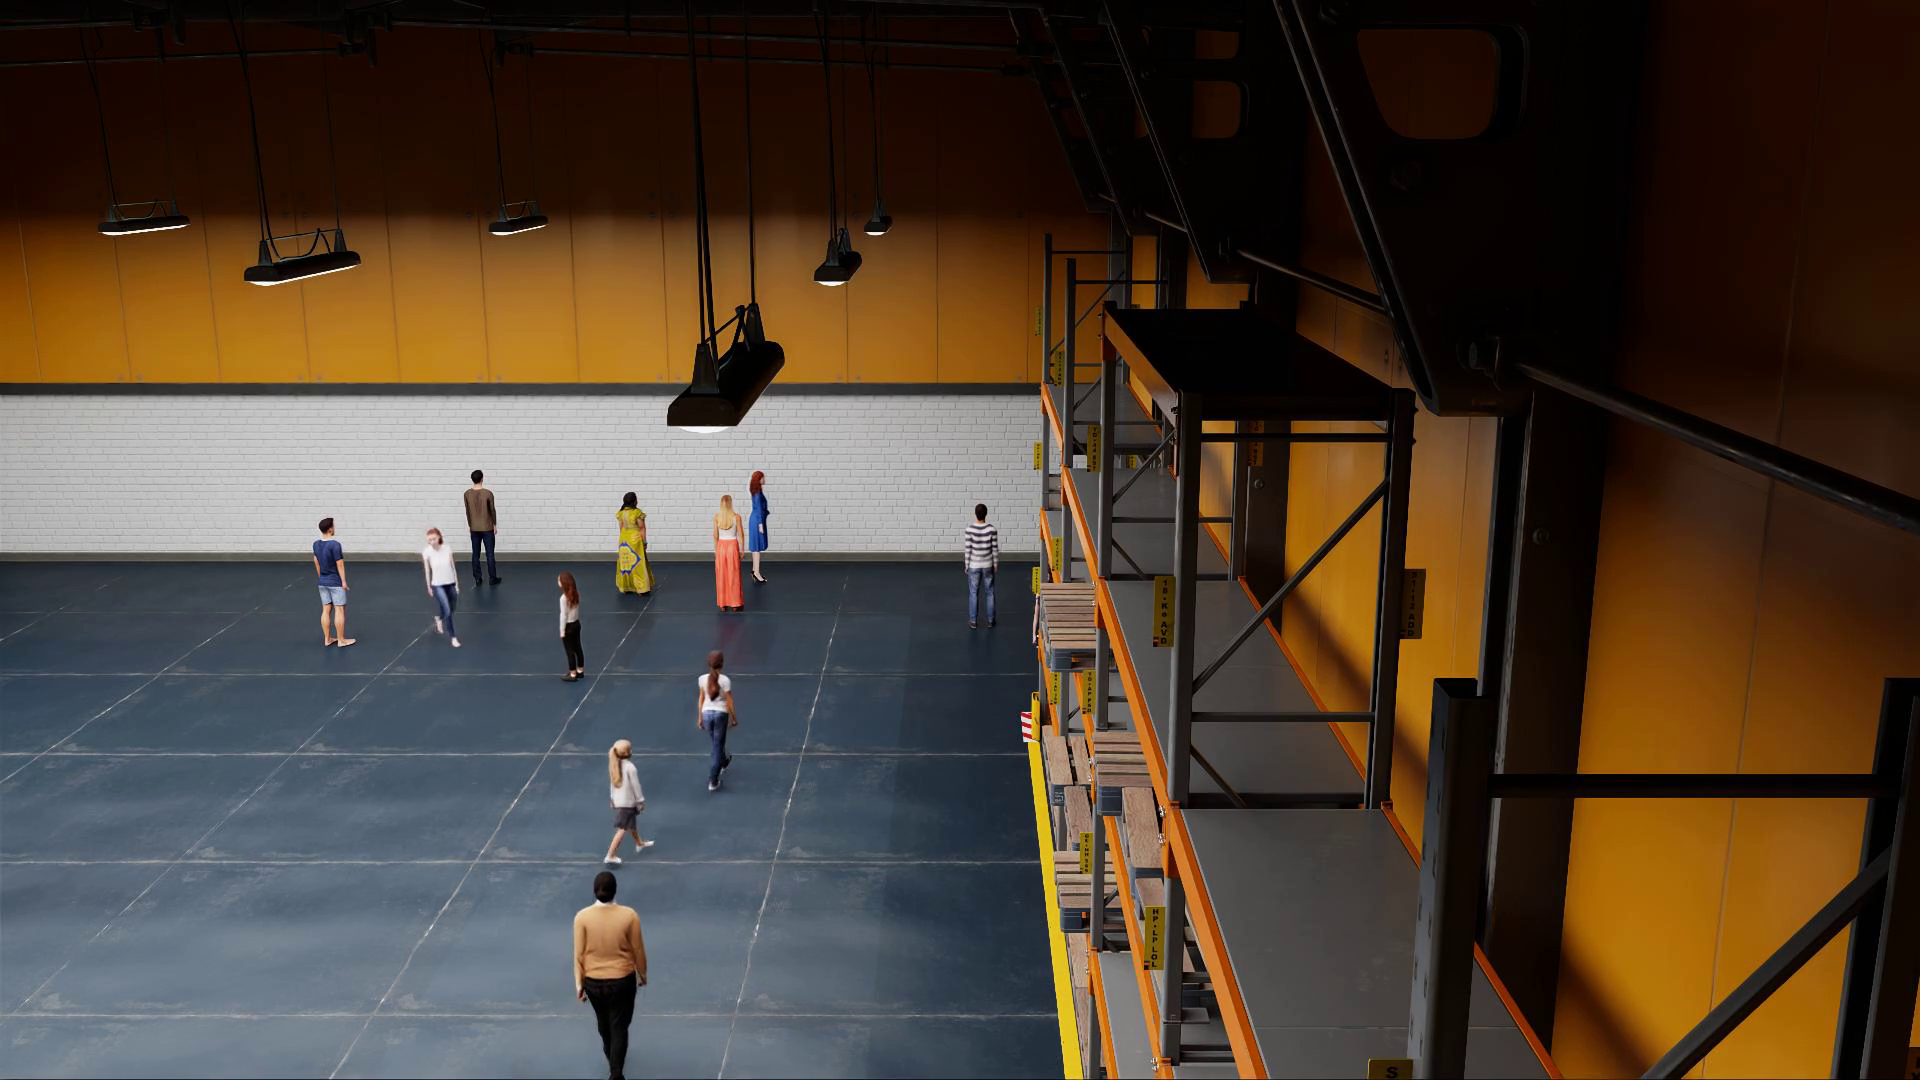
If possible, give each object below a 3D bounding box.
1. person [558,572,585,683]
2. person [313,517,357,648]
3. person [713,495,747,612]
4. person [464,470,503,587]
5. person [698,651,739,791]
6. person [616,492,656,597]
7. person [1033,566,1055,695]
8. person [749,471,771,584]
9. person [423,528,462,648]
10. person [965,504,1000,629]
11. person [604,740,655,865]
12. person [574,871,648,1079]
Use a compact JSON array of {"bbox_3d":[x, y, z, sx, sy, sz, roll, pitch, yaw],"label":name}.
[{"bbox_3d":[-5.164,1.145,22.102,0.662,1.483,0.523,5,14,20],"label":"person"},{"bbox_3d":[-8.923,0.594,23.603,0.688,1.848,0.664,5,14,19],"label":"person"},{"bbox_3d":[-3.536,0.190,25.369,0.652,1.803,0.603,2,14,7],"label":"person"},{"bbox_3d":[-7.716,-0.207,26.825,0.646,1.889,0.566,1,14,2],"label":"person"},{"bbox_3d":[-2.734,2.012,18.432,0.758,1.527,1.048,4,14,17],"label":"person"},{"bbox_3d":[-5.165,0.047,26.260,0.970,1.661,0.944,5,15,21],"label":"person"},{"bbox_3d":[1.168,1.176,21.431,0.670,1.740,0.699,10,17,35],"label":"person"},{"bbox_3d":[-3.279,-0.224,27.027,0.722,1.827,0.573,-3,14,-11],"label":"person"},{"bbox_3d":[-7.370,0.659,23.635,0.984,1.707,1.091,-12,18,-40],"label":"person"},{"bbox_3d":[0.316,0.372,24.505,0.658,1.854,0.539,-1,14,-4],"label":"person"},{"bbox_3d":[-3.360,2.619,16.514,0.853,1.248,0.943,11,18,39],"label":"person"},{"bbox_3d":[-2.625,3.368,12.446,0.706,1.709,1.176,-1,14,-2],"label":"person"}]
